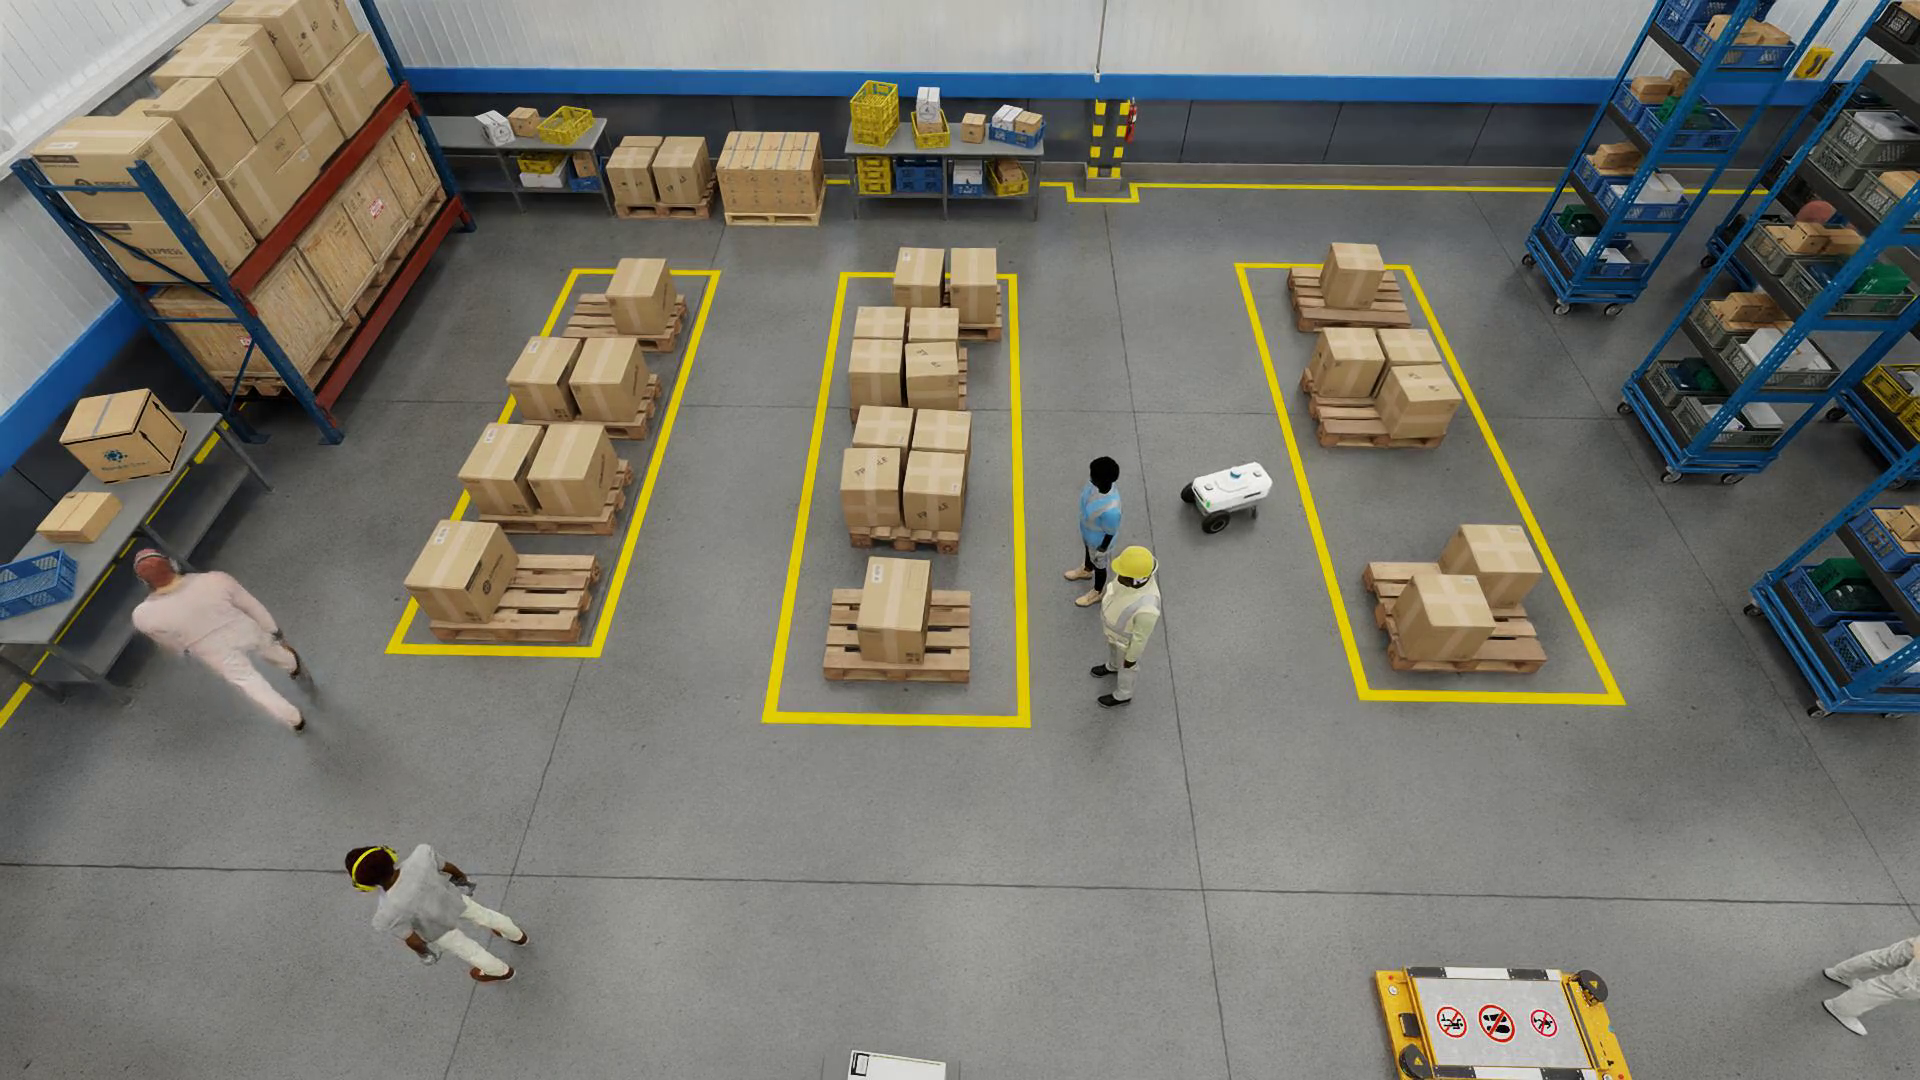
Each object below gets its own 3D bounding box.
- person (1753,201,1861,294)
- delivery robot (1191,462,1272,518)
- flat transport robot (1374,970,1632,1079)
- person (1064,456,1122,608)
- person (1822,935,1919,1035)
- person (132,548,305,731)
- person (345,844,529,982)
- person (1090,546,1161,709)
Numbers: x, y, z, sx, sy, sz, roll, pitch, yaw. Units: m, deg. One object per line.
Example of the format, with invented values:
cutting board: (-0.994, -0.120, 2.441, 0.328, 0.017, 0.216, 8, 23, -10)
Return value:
person: (9.013, -3.015, 9.834, 0.640, 1.973, 0.420, 17, 53, 13)
delivery robot: (2.550, -0.491, 8.628, 0.707, 0.478, 0.477, -15, 53, -12)
flat transport robot: (3.501, 3.133, 5.914, 1.431, 0.197, 0.652, 1, 51, 1)
person: (1.131, -0.075, 7.618, 0.319, 1.693, 0.532, -9, 51, -7)
person: (5.910, 2.540, 5.518, 0.314, 1.642, 0.514, 31, 57, 23)
person: (-5.520, 0.697, 6.874, 0.873, 1.871, 0.646, 37, 60, 26)
person: (-3.156, 2.286, 5.583, 0.312, 1.864, 0.532, 8, 51, 6)
person: (1.249, 0.656, 6.941, 0.403, 1.825, 0.599, -6, 51, -5)
